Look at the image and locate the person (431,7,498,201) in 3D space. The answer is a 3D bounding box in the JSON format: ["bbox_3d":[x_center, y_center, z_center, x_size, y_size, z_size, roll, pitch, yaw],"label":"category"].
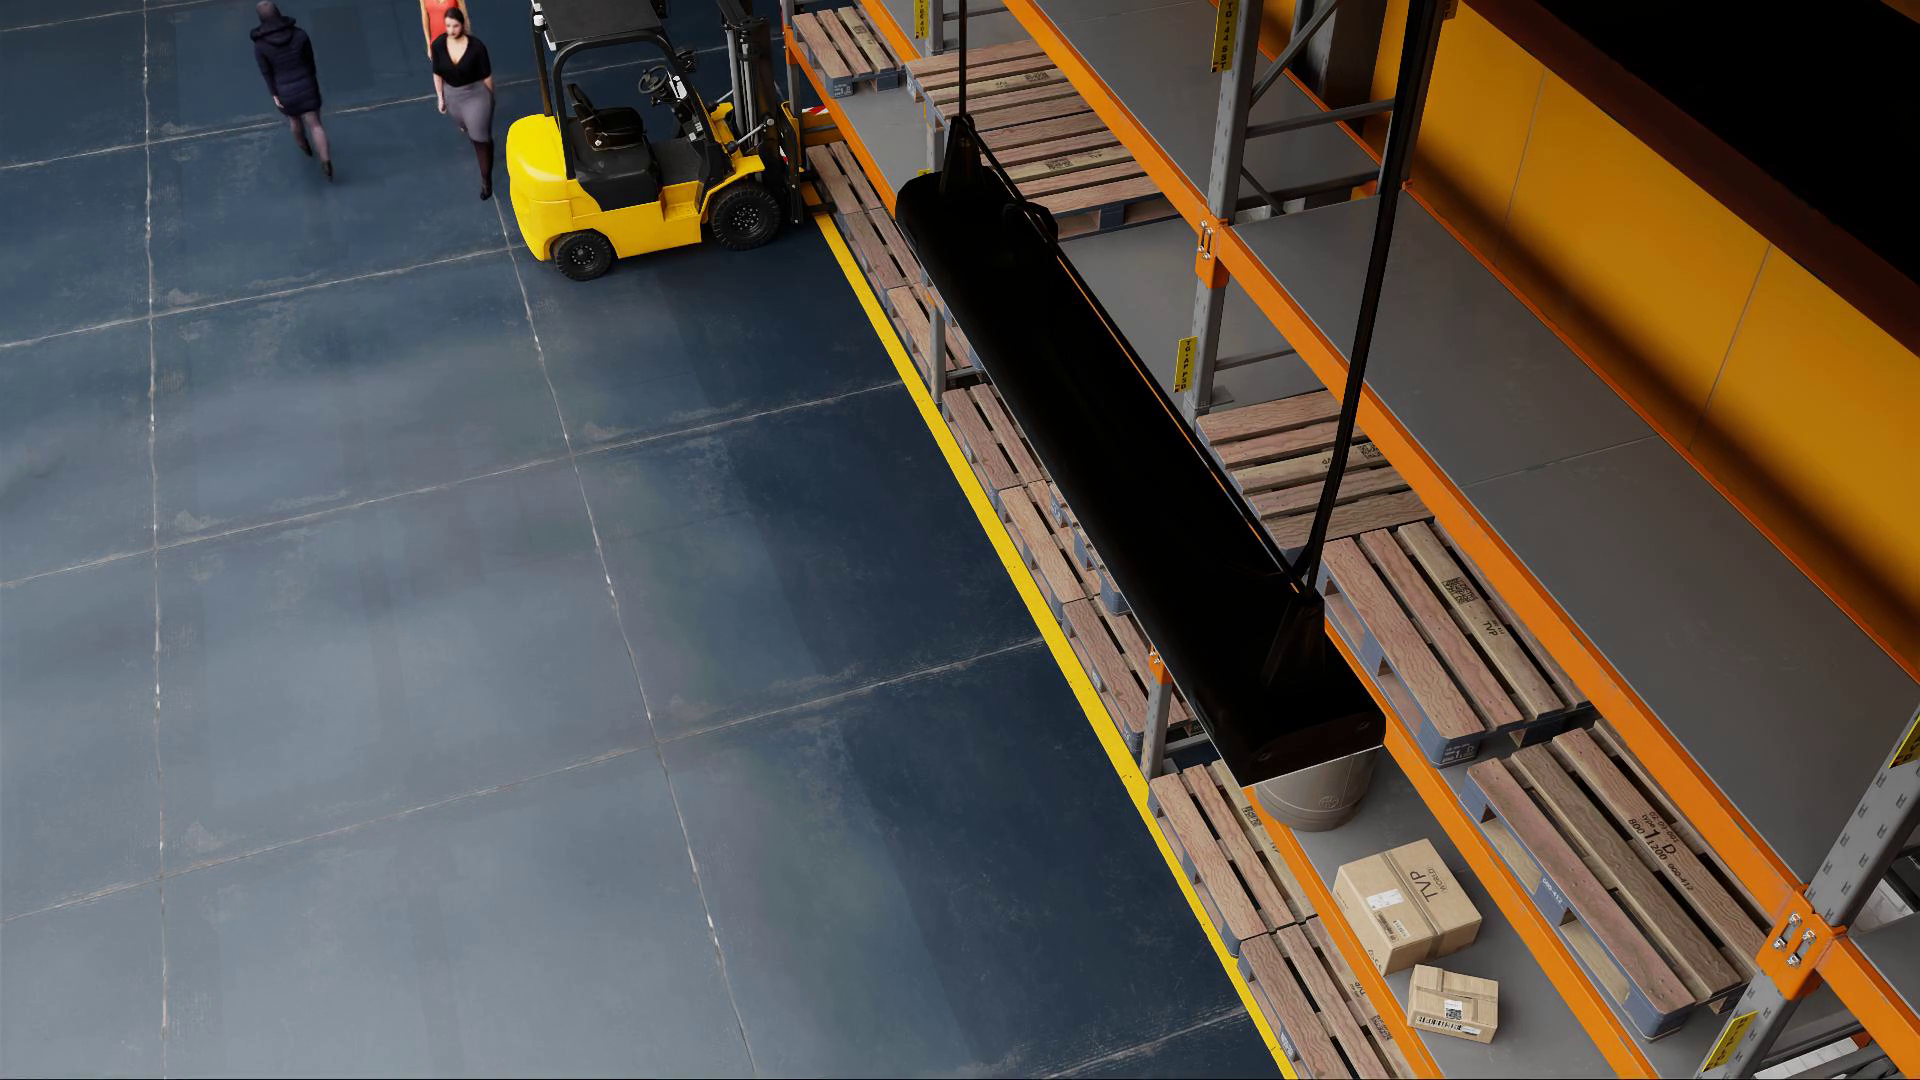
[{"bbox_3d":[-4.403,-3.990,14.956,0.975,1.725,1.210,5,44,5],"label":"person"}]

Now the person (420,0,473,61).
[{"bbox_3d":[-4.838,-4.766,15.782,0.672,1.708,0.735,-5,44,-6],"label":"person"}]

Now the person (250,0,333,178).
[{"bbox_3d":[-6.004,-4.063,15.095,0.768,1.638,1.123,-21,48,-21],"label":"person"}]
